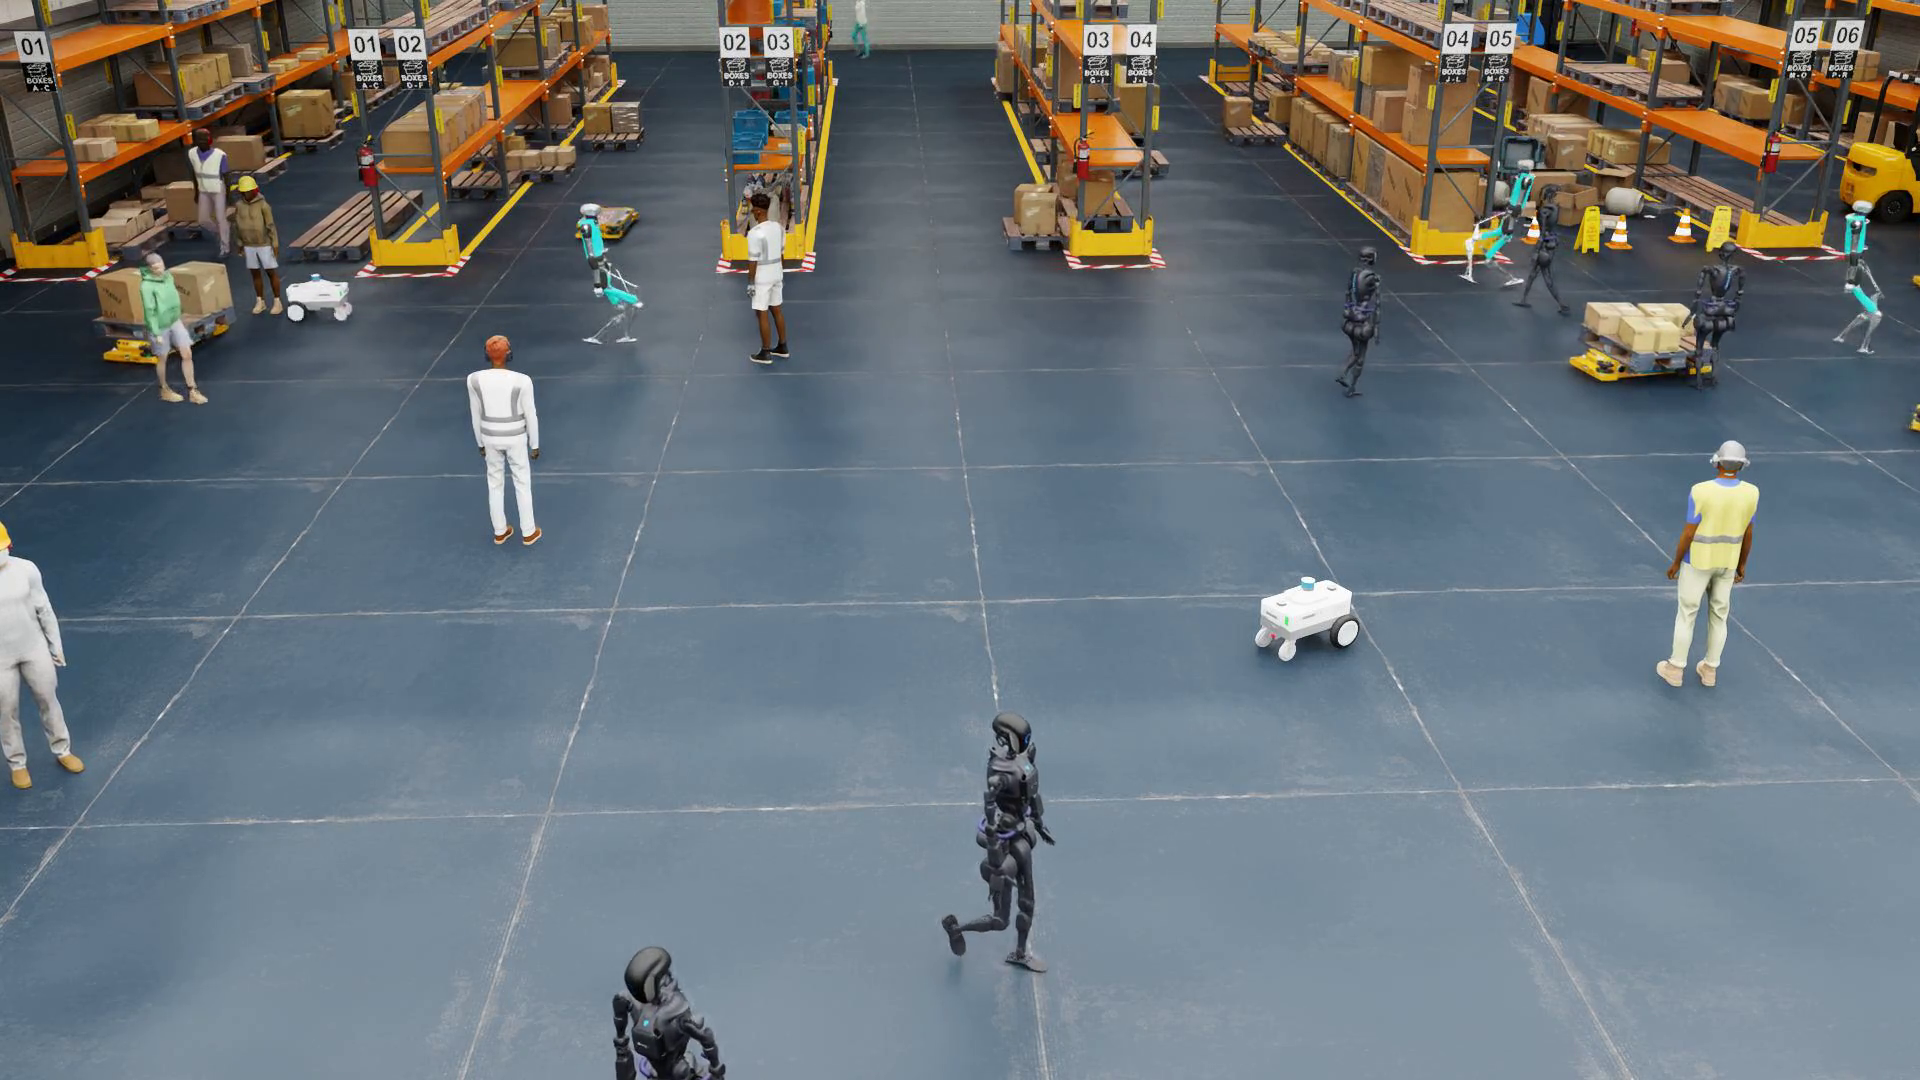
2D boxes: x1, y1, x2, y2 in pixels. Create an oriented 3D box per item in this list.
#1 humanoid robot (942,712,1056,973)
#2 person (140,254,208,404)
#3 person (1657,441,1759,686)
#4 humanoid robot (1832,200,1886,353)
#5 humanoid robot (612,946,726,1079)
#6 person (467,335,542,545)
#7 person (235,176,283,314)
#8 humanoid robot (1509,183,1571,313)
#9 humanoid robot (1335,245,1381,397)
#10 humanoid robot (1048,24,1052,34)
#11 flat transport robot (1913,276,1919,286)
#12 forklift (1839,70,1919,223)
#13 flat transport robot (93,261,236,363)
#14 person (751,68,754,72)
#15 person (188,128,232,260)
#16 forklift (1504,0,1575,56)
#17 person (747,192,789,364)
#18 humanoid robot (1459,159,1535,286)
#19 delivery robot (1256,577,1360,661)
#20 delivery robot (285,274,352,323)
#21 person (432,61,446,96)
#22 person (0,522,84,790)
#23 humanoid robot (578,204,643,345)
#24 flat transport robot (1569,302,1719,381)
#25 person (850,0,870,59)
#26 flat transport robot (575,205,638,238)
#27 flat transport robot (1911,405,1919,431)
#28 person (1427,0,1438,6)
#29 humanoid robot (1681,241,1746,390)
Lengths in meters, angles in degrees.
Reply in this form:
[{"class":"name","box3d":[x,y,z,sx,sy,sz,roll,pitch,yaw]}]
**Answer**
[{"class":"humanoid robot","box3d":[0.222,1.626,9.106,0.555,1.643,0.606,12,27,26]},{"class":"person","box3d":[-8.459,-2.244,17.755,0.751,1.682,0.493,11,26,24]},{"class":"person","box3d":[5.435,0.189,12.055,0.549,1.891,0.386,1,24,2]},{"class":"humanoid robot","box3d":[10.762,-3.094,19.659,0.798,1.802,0.533,10,26,22]},{"class":"humanoid robot","box3d":[-1.230,2.444,7.261,0.610,1.642,0.354,12,26,24]},{"class":"person","box3d":[-3.929,-0.852,14.422,0.565,1.876,0.351,0,24,1]},{"class":"person","box3d":[-8.874,-3.738,21.042,0.541,1.756,0.415,2,24,5]},{"class":"humanoid robot","box3d":[7.494,-3.704,21.144,0.772,1.645,0.584,13,27,27]},{"class":"humanoid robot","box3d":[4.352,-2.383,18.083,0.346,1.647,0.589,-12,27,-25]},{"class":"humanoid robot","box3d":[2.280,-12.815,41.536,0.530,1.780,1.024,-15,28,-31]},{"class":"flat transport robot","box3d":[13.578,-3.407,22.128,1.431,0.231,0.659,4,24,9]},{"class":"forklift","box3d":[15.132,-6.143,25.915,2.313,2.155,1.214,-1,24,-2]},{"class":"flat transport robot","box3d":[-9.496,-2.423,19.917,0.659,0.231,1.431,6,25,12]},{"class":"person","box3d":[-4.849,-12.116,39.764,0.826,1.831,0.565,5,25,11]},{"class":"person","box3d":[-10.605,-4.915,23.583,0.587,1.834,0.454,5,24,10]},{"class":"forklift","box3d":[14.700,-13.805,42.301,1.873,2.768,1.129,-1,24,-2]},{"class":"person","box3d":[-2.240,-3.030,19.218,0.372,1.953,0.602,14,28,29]},{"class":"humanoid robot","box3d":[7.074,-4.191,22.113,1.015,1.734,0.542,5,25,12]},{"class":"delivery robot","box3d":[2.682,0.579,12.843,0.811,0.614,0.499,-14,28,-29]},{"class":"delivery robot","box3d":[-8.112,-3.045,20.979,0.808,0.607,0.499,-2,24,-4]},{"class":"person","box3d":[-11.091,-9.937,35.106,0.533,1.644,0.905,-3,24,-7]},{"class":"person","box3d":[-6.168,0.732,10.841,0.576,1.889,0.374,-19,30,-36]},{"class":"humanoid robot","box3d":[-4.079,-3.071,19.585,0.908,1.777,0.537,-1,24,-2]},{"class":"flat transport robot","box3d":[7.826,-2.050,19.078,1.431,0.231,0.659,-5,25,-12]},{"class":"person","box3d":[-2.565,-13.005,41.871,0.635,1.740,0.541,-9,25,-19]},{"class":"flat transport robot","box3d":[-5.377,-4.839,25.345,0.659,0.231,1.431,1,24,1]},{"class":"flat transport robot","box3d":[10.645,-1.180,17.123,1.431,0.231,0.659,15,28,30]},{"class":"person","box3d":[11.780,-12.957,41.717,0.427,1.798,0.607,-6,25,-14]},{"class":"humanoid robot","box3d":[8.281,-2.469,18.286,0.609,1.654,0.311,-2,24,-5]}]
